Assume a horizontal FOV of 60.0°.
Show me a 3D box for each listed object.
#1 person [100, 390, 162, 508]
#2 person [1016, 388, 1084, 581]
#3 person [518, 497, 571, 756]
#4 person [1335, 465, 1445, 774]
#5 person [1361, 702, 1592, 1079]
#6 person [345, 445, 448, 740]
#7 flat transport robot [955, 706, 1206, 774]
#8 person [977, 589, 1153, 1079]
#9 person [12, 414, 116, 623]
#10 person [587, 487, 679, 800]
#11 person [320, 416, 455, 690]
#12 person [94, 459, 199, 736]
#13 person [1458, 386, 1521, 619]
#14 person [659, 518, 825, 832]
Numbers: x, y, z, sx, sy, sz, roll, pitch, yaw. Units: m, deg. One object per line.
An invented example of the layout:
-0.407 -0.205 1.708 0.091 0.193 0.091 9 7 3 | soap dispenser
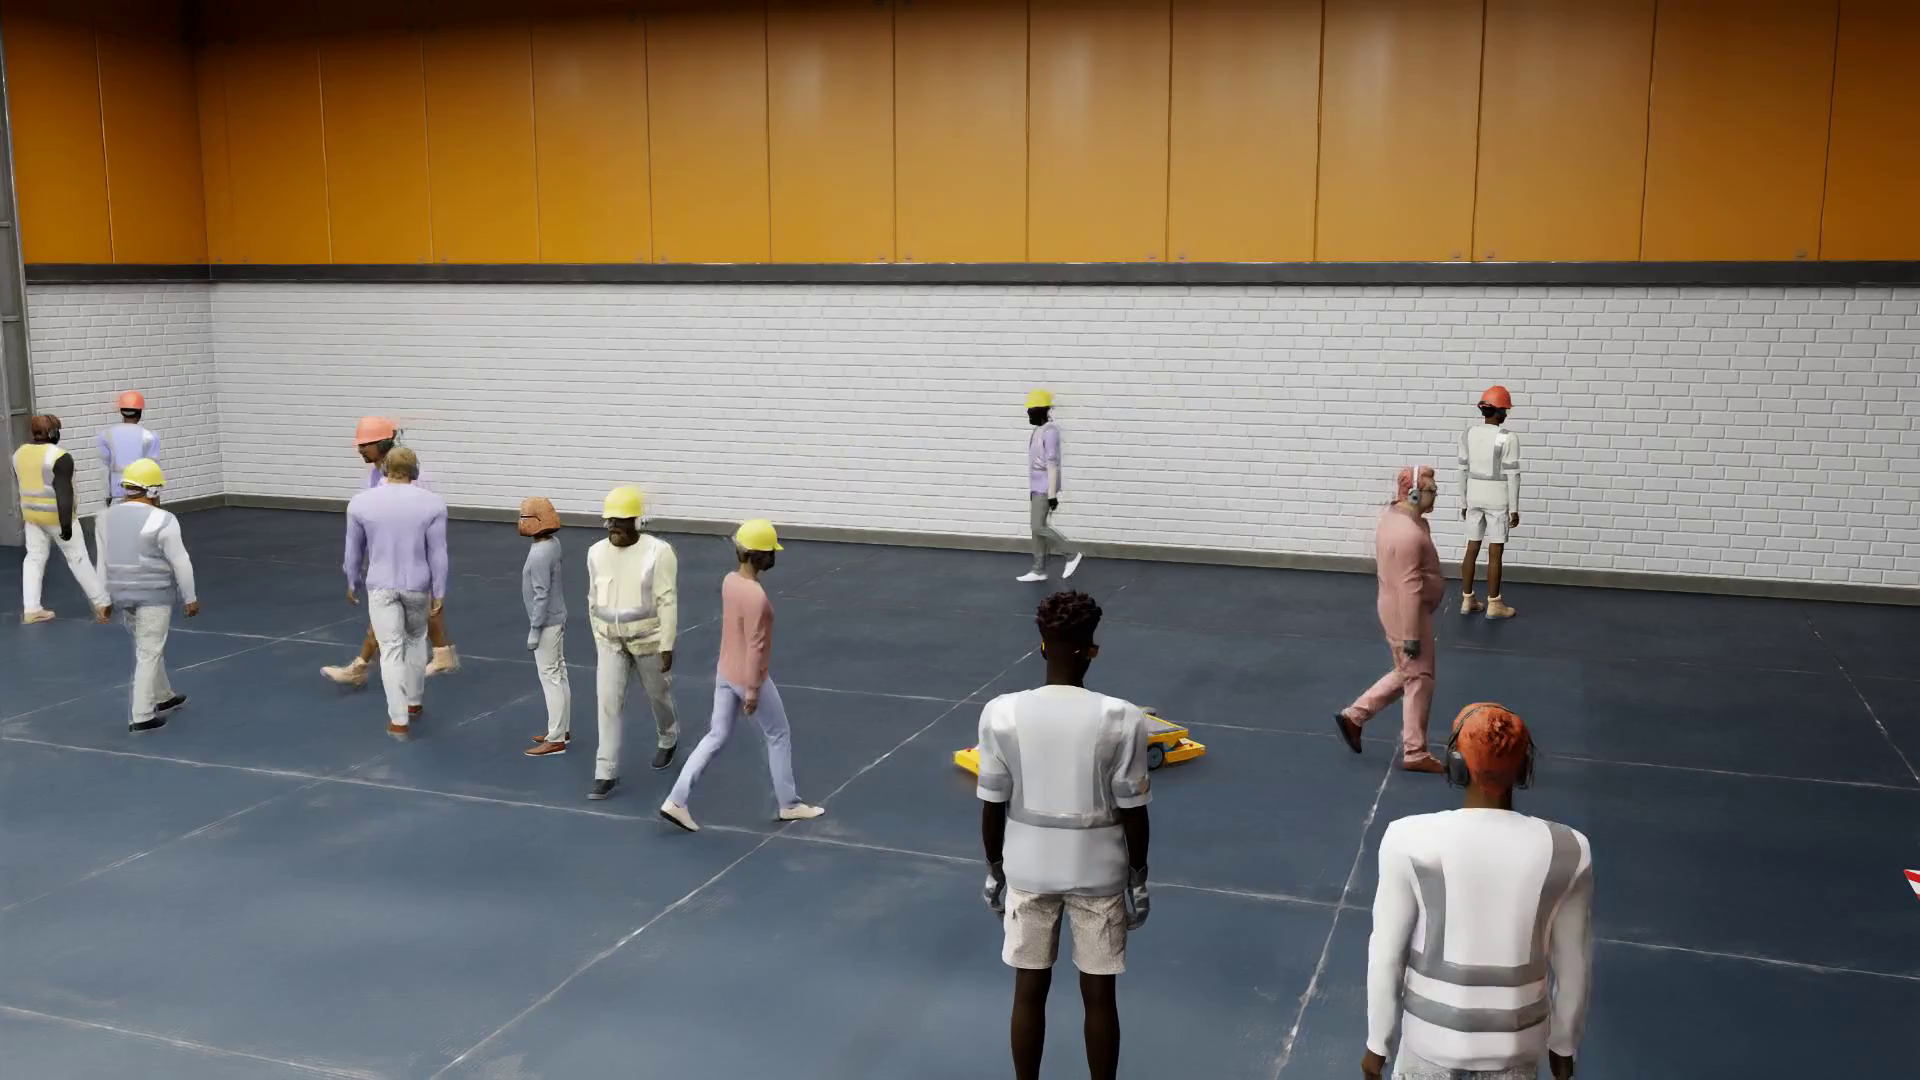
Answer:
-7.896 -0.468 15.860 0.544 1.920 0.786 -3 10 -15 | person
0.861 -0.524 16.225 0.550 1.914 0.599 -1 9 -8 | person
-2.624 0.538 10.486 0.278 1.634 0.498 0 9 -2 | person
2.676 0.476 10.087 0.622 1.887 0.666 1 9 4 | person
1.421 1.364 4.623 0.603 1.871 0.435 1 9 6 | person
-3.729 0.318 11.041 0.646 1.891 0.885 -4 10 -23 | person
0.747 1.260 10.225 1.431 0.197 0.652 -5 11 -30 | flat transport robot
0.366 1.141 5.743 0.600 1.958 0.378 2 9 14 | person
-7.890 -0.207 14.595 0.651 1.800 0.862 3 10 19 | person
-1.924 0.564 9.849 0.594 1.798 0.916 2 9 11 | person
-4.220 0.089 12.180 1.083 1.982 0.611 -7 12 -38 | person
-5.360 0.354 11.116 0.596 1.798 0.805 2 9 15 | person
4.660 -0.332 14.622 0.377 2.044 0.607 -7 11 -37 | person
-1.212 0.732 9.010 0.896 1.720 0.514 -6 11 -32 | person
